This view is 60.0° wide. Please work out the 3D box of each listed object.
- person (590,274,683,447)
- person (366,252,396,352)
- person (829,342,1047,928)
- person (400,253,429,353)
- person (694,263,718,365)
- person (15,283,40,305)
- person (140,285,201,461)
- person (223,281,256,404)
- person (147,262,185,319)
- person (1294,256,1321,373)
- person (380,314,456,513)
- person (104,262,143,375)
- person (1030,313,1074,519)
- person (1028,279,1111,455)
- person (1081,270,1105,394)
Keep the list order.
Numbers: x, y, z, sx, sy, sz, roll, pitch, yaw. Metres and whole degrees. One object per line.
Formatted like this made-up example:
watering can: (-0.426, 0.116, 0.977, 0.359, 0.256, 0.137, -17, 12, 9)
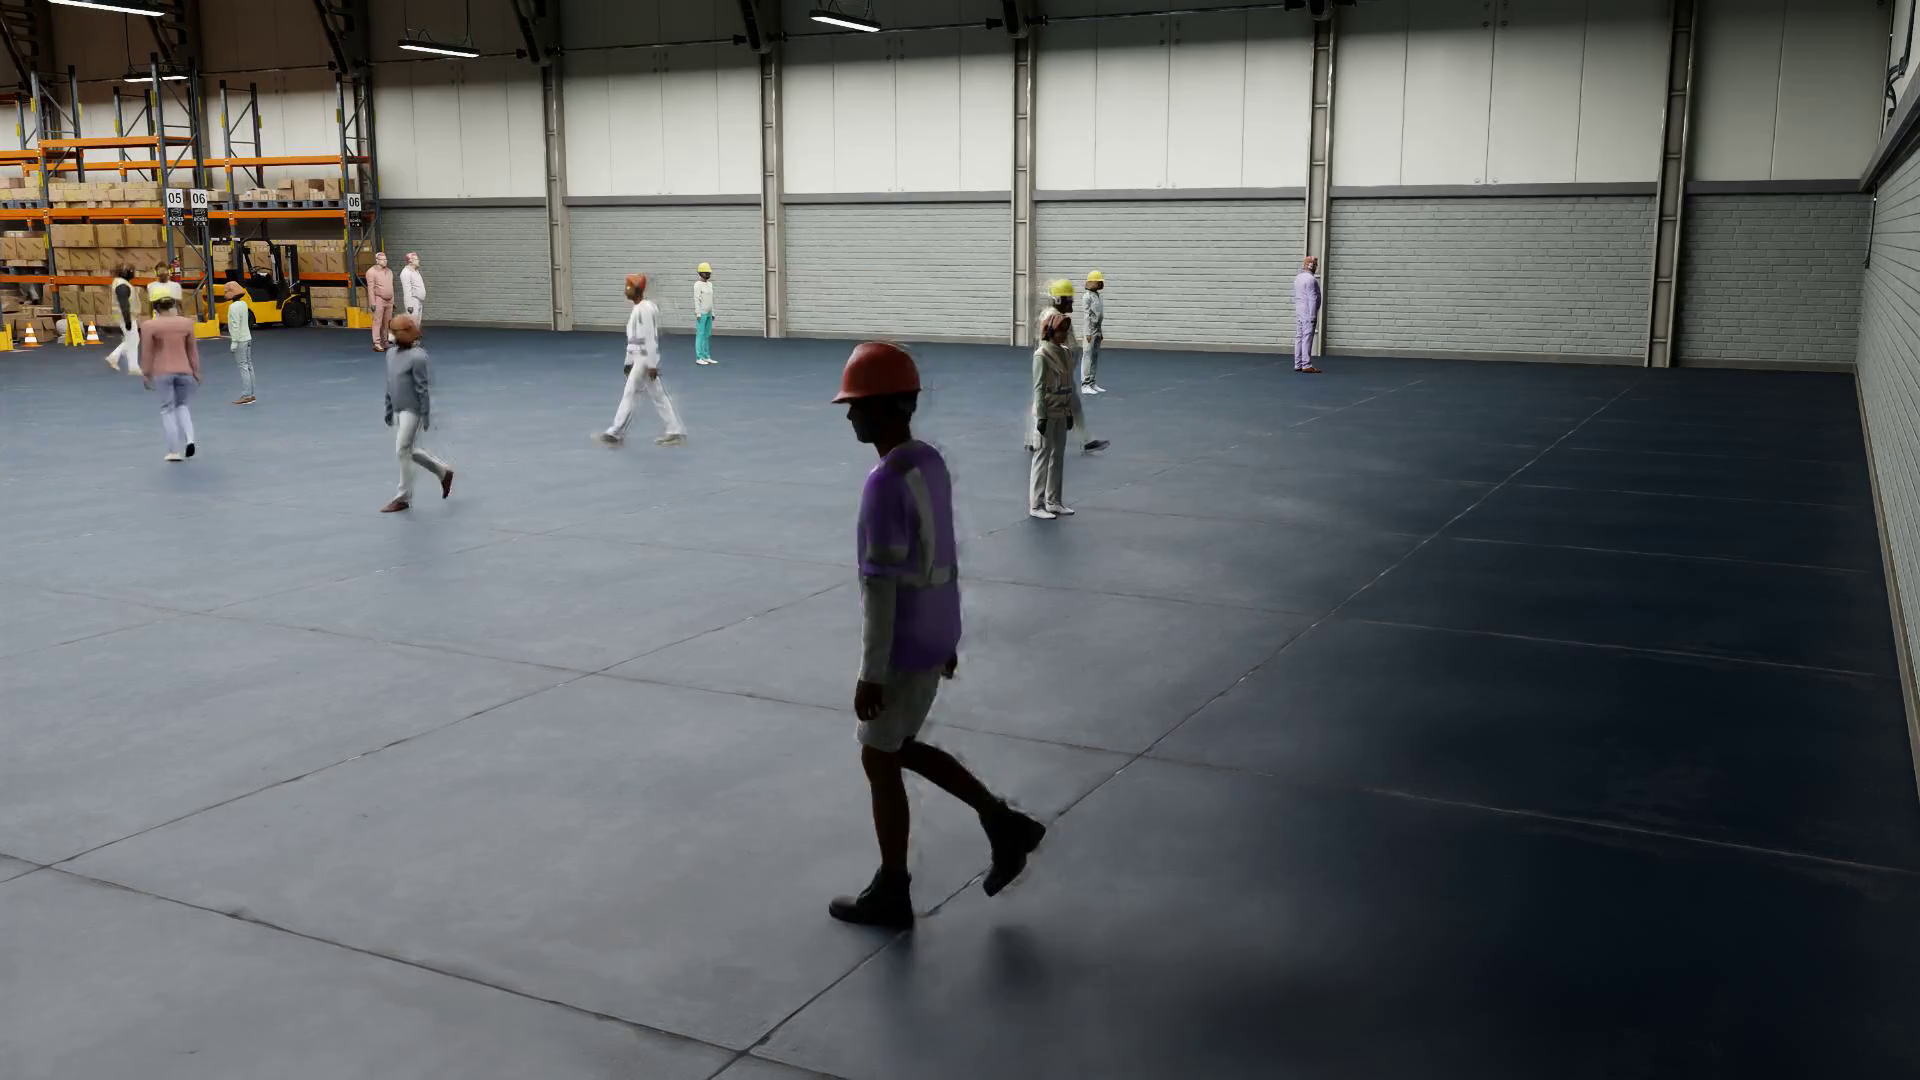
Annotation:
person: (-3.432, -1.901, 17.682, 1.001, 1.828, 0.603, -3, 11, -16)
person: (-11.177, -4.609, 32.240, 0.400, 1.910, 0.643, 5, 11, 24)
person: (-0.110, 0.321, 5.344, 0.630, 1.912, 0.575, 2, 11, 13)
person: (-10.292, -4.457, 31.399, 0.409, 1.913, 0.651, 0, 10, -2)
person: (-4.437, -3.942, 28.997, 0.317, 1.766, 0.532, 4, 11, 21)
person: (-22.766, -6.153, 40.631, 0.986, 1.916, 0.607, 6, 12, 29)
person: (-7.864, -1.656, 16.558, 0.383, 1.752, 0.553, 9, 14, 40)
person: (-9.617, -2.631, 22.200, 0.279, 1.633, 0.497, -1, 10, -6)
person: (-12.580, -3.497, 26.413, 0.536, 1.832, 0.951, -6, 12, -29)
person: (5.711, -3.694, 27.265, 0.410, 1.905, 0.640, -2, 11, -11)
person: (-4.489, -1.055, 13.658, 0.505, 1.615, 0.681, 10, 14, 44)
person: (-13.390, -3.539, 26.641, 0.525, 1.822, 0.632, -6, 12, -29)
person: (0.735, -0.984, 13.236, 0.317, 1.629, 0.508, 6, 12, 30)
person: (1.097, -1.734, 16.875, 0.908, 1.786, 0.613, 3, 11, 17)
person: (1.907, -2.957, 23.681, 0.294, 1.744, 0.486, 5, 12, 26)
